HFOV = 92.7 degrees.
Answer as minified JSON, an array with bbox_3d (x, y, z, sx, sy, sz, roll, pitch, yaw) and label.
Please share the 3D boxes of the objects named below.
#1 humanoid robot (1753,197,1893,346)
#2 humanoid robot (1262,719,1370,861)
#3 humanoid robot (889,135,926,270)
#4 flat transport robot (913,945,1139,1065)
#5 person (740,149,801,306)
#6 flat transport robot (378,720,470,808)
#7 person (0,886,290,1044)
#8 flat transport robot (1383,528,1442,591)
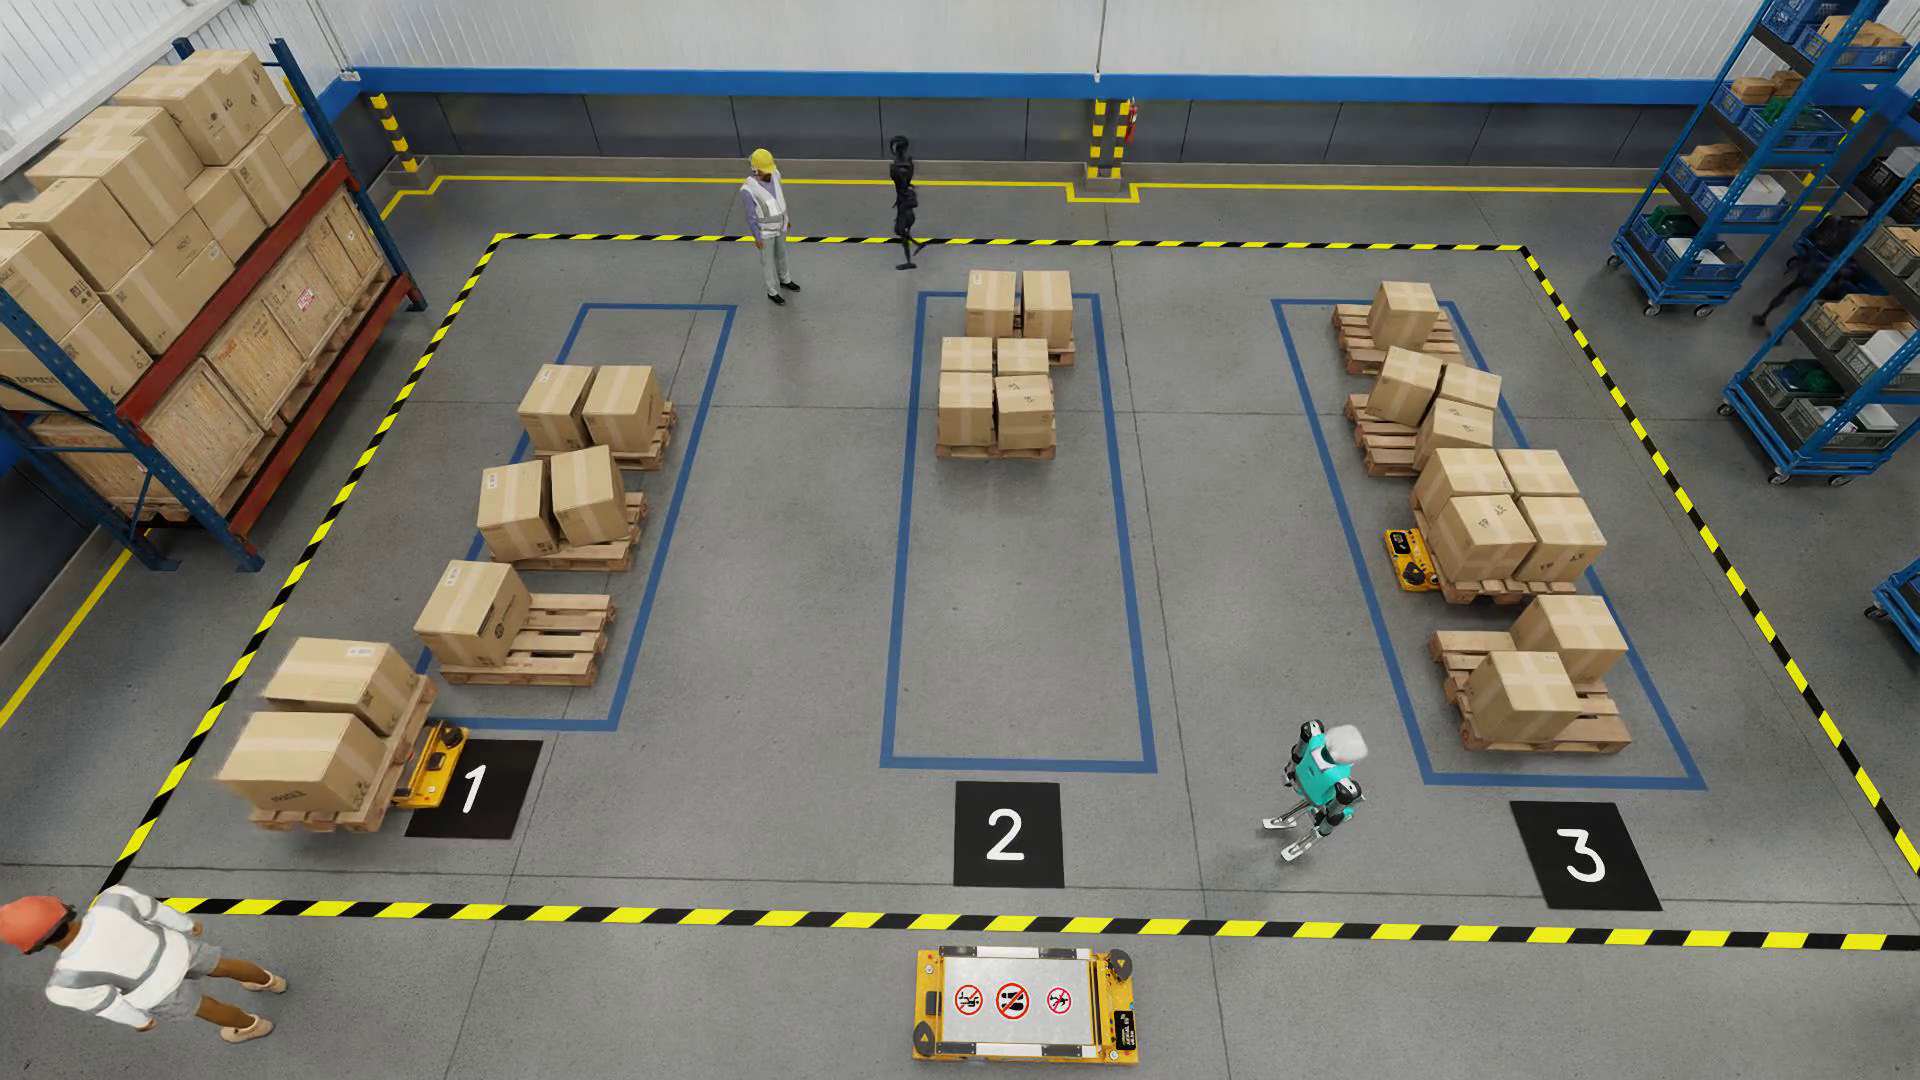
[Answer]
[{"bbox_3d":[9.390,-2.893,9.948,0.606,1.626,0.568,19,53,15],"label":"humanoid robot"},{"bbox_3d":[2.495,1.657,6.104,0.735,1.672,0.533,-13,52,-10],"label":"humanoid robot"},{"bbox_3d":[-0.616,-3.949,10.800,0.424,1.647,0.584,-8,51,-6],"label":"humanoid robot"},{"bbox_3d":[0.422,3.041,6.007,1.431,0.231,0.659,1,51,1],"label":"flat transport robot"},{"bbox_3d":[-2.132,-3.544,10.372,0.403,1.823,0.586,25,55,19],"label":"person"},{"bbox_3d":[-4.643,1.709,7.074,1.431,0.197,0.652,1,51,1],"label":"flat transport robot"},{"bbox_3d":[-4.676,2.494,5.312,0.382,2.037,0.613,-1,51,-1],"label":"person"},{"bbox_3d":[4.689,0.155,8.342,1.431,0.197,0.652,1,51,1],"label":"flat transport robot"}]
